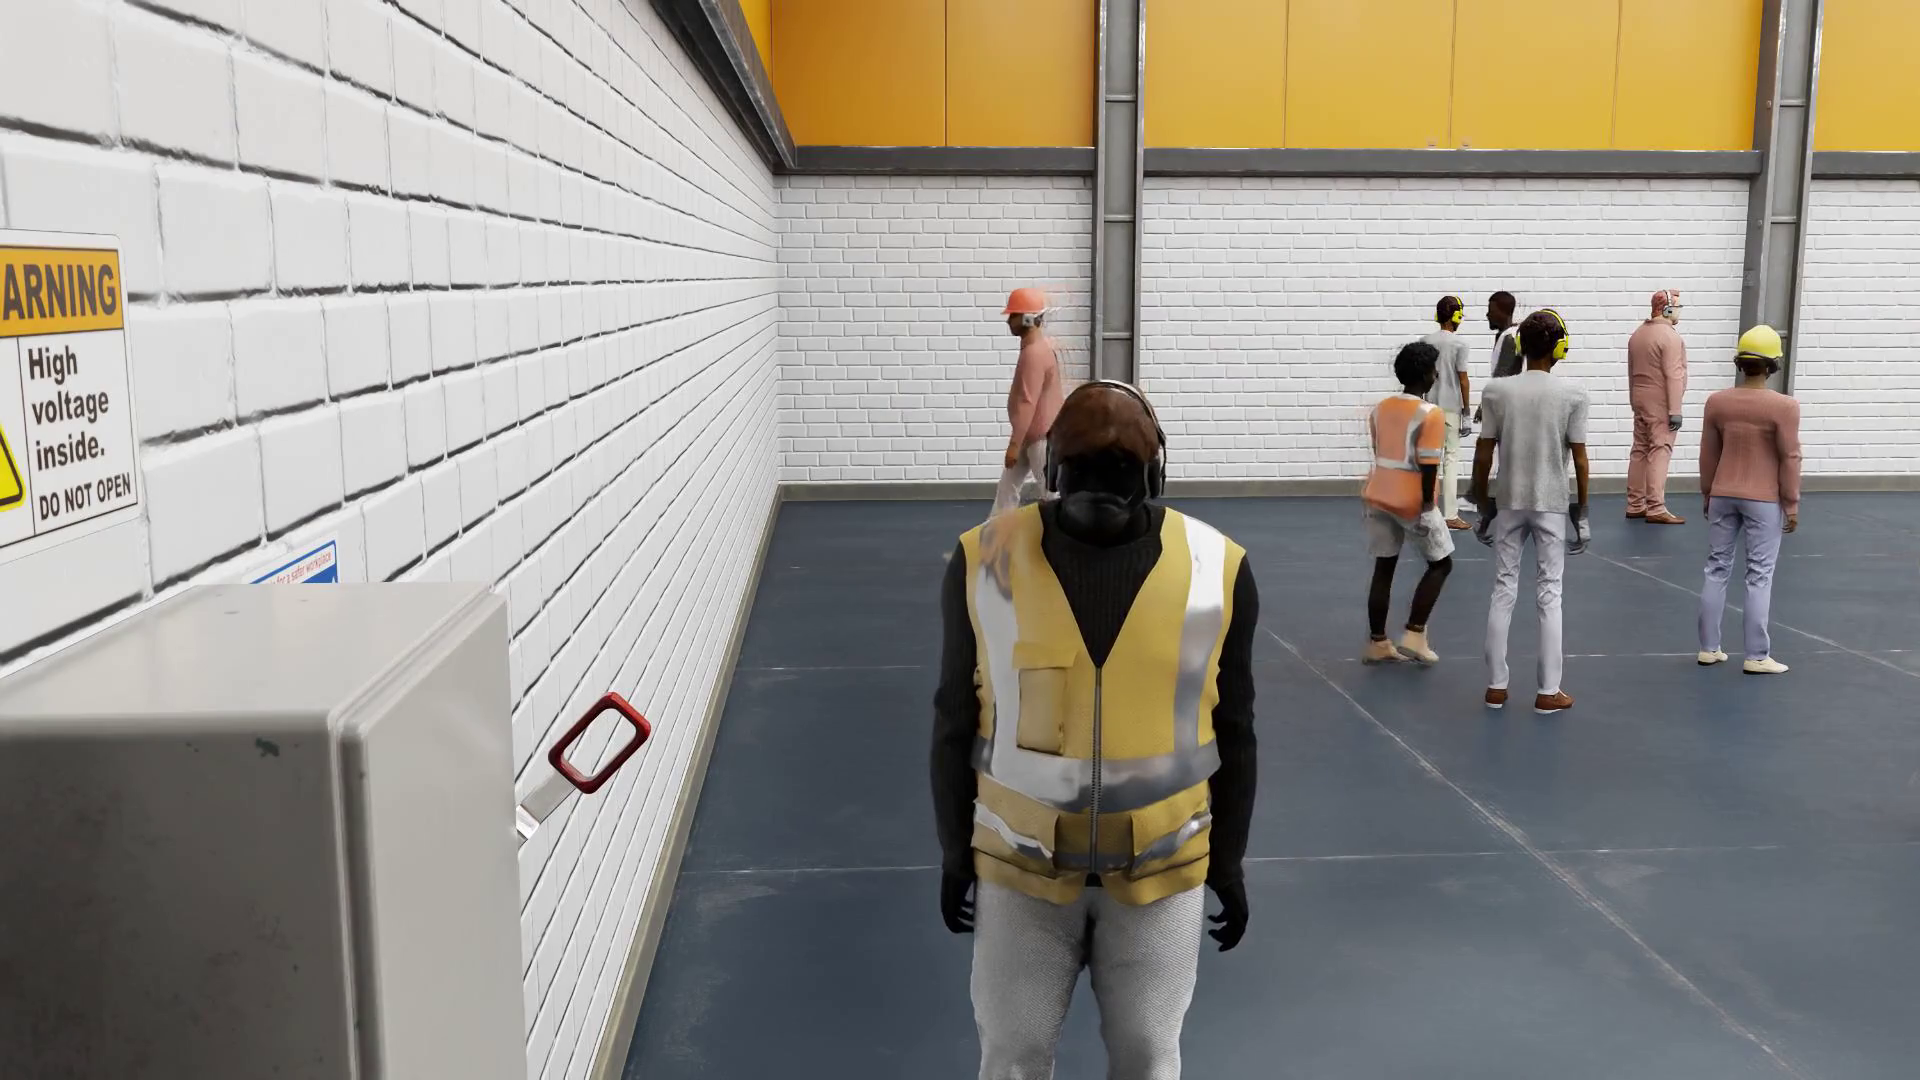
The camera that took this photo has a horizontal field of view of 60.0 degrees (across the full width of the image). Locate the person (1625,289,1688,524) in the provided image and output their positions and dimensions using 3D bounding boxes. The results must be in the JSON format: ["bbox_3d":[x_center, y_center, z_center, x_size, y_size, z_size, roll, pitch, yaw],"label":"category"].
[{"bbox_3d":[5.726,-1.088,13.609,0.409,1.907,0.651,-1,9,-8],"label":"person"}]

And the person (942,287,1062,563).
[{"bbox_3d":[0.420,-0.686,10.982,1.012,1.937,0.644,0,9,0],"label":"person"}]

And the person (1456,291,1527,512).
[{"bbox_3d":[4.488,-1.126,13.949,0.892,1.881,0.613,2,9,10],"label":"person"}]

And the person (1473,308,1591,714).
[{"bbox_3d":[2.656,-0.131,7.715,0.533,1.871,0.320,5,11,31],"label":"person"}]

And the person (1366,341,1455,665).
[{"bbox_3d":[2.312,-0.177,8.574,0.432,1.682,0.538,-5,10,-29],"label":"person"}]

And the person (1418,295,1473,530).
[{"bbox_3d":[3.861,-1.008,13.244,0.329,1.865,0.511,-7,11,-37],"label":"person"}]

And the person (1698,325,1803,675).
[{"bbox_3d":[4.021,-0.202,8.475,0.300,1.772,0.532,-6,11,-33],"label":"person"}]

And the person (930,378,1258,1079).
[{"bbox_3d":[0.250,0.614,3.152,0.619,1.837,0.430,0,9,3],"label":"person"}]
